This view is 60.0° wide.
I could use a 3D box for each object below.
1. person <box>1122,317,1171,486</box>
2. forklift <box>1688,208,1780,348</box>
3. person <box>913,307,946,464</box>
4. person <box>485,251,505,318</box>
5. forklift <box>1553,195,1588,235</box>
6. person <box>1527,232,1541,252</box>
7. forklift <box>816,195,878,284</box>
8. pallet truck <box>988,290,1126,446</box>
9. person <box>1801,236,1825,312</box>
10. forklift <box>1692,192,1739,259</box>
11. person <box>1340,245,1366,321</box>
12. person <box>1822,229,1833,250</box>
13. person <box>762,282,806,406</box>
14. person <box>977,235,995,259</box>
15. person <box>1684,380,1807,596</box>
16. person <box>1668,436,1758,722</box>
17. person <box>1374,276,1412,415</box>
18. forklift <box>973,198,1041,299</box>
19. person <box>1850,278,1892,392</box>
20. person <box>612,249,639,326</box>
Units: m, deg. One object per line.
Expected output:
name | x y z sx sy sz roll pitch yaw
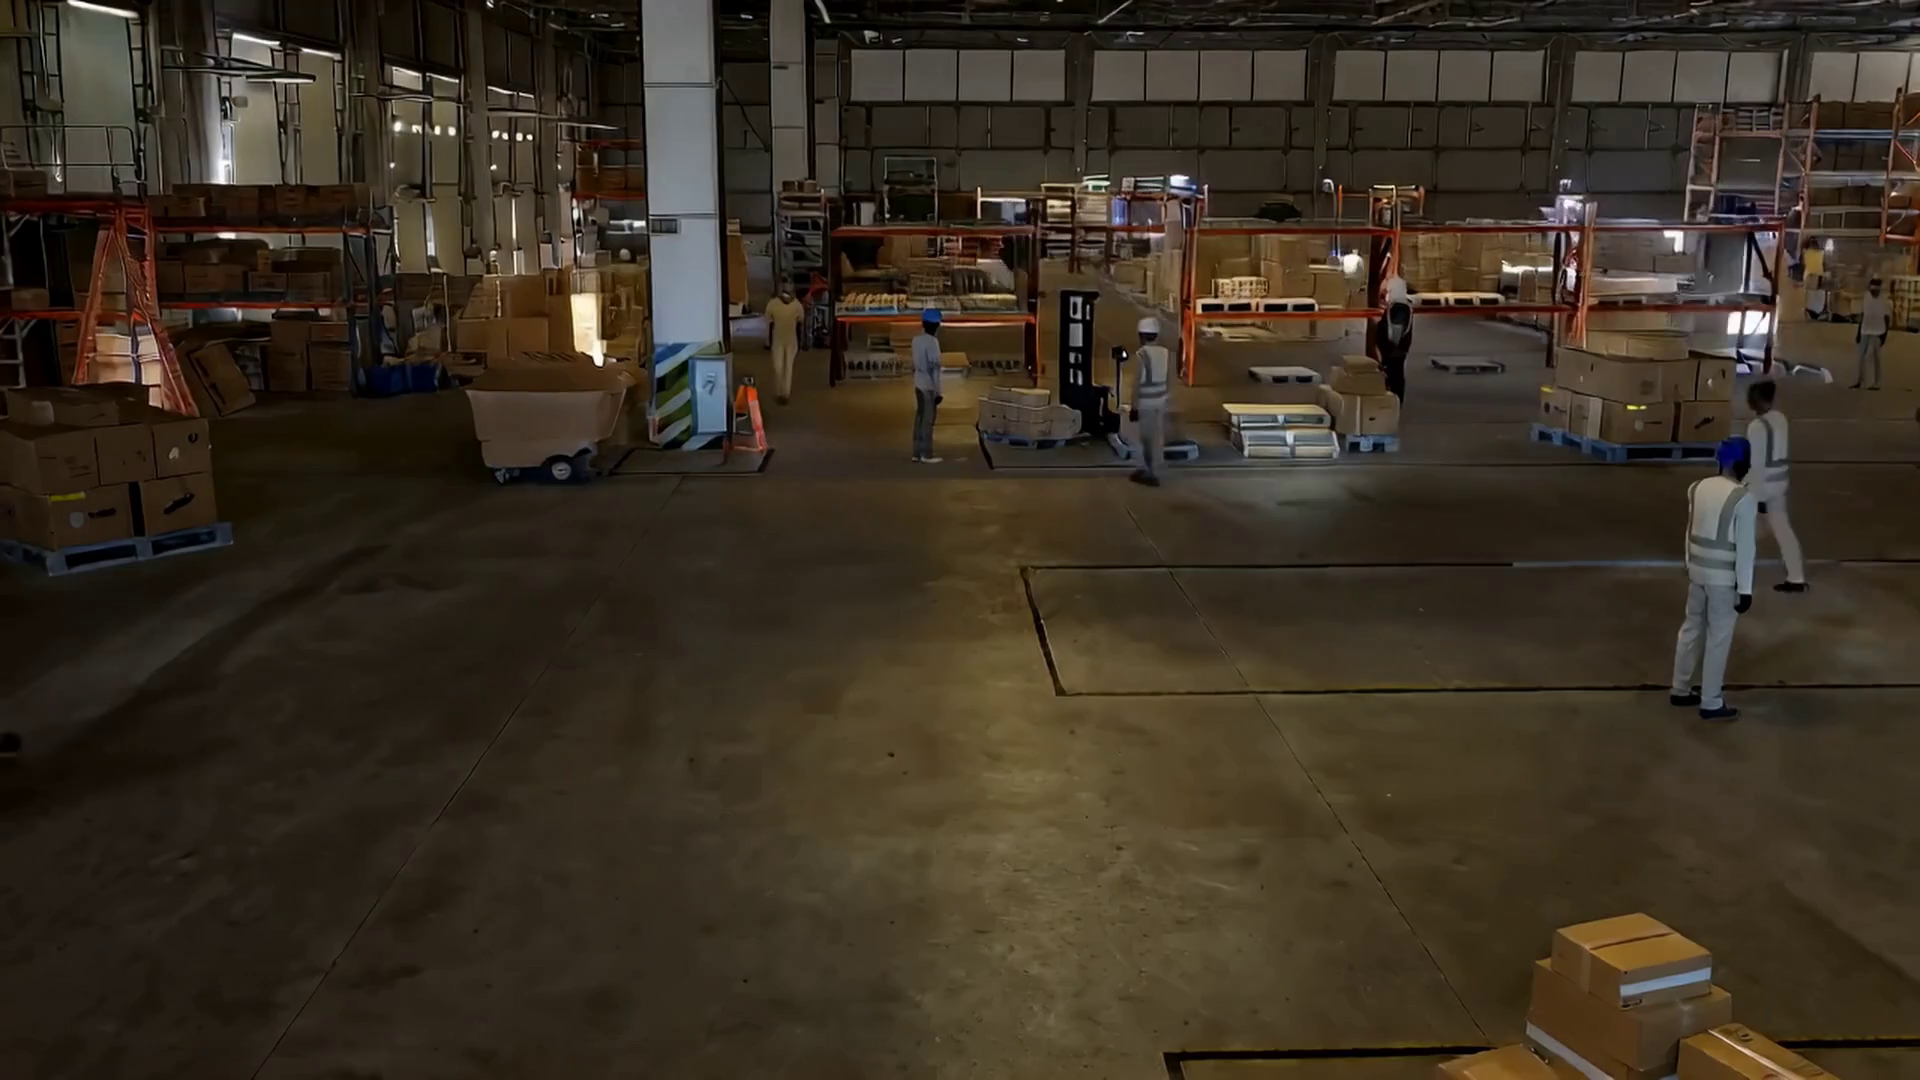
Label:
person | 2.116 -1.573 18.984 0.639 1.925 0.518 -10 16 -39
forklift | 15.602 -5.341 33.835 1.873 2.768 1.129 0 12 -2
person | -0.371 -1.896 20.477 0.395 1.922 0.588 -7 14 -27
person | -11.464 -6.267 40.871 0.522 1.633 0.315 11 17 42
forklift | 18.973 -9.341 51.896 1.129 2.768 1.873 0 12 -2
person | 18.238 -8.949 52.883 0.532 1.676 0.688 -4 13 -17
forklift | -3.662 -9.503 52.625 1.873 2.768 1.129 -5 13 -21
pallet truck | 1.257 -2.299 22.111 1.885 1.965 0.823 -9 15 -35
person | 21.862 -6.802 42.577 0.632 1.940 0.368 -6 14 -26
forklift | 27.757 -11.223 60.393 1.873 2.768 1.129 0 12 -2
person | 9.465 -6.206 40.137 0.654 1.825 0.443 6 14 27
person | 28.374 -9.315 54.473 0.317 1.695 0.540 11 17 41
person | -2.676 -2.992 25.460 0.667 1.901 0.631 -3 13 -15
person | 0.863 -9.306 54.535 0.547 1.640 0.882 6 14 24
person | 6.814 -0.455 14.193 0.567 1.827 1.033 -9 15 -35
person | 4.955 0.250 10.894 0.354 1.877 0.574 -4 13 -16
person | 6.404 -2.885 24.660 0.535 2.000 0.685 5 13 21
forklift | 1.312 -8.192 46.706 1.873 2.768 1.129 0 12 -2
person | 14.930 -3.358 27.221 0.321 1.859 0.512 -7 14 -29
person | -7.233 -5.349 36.074 0.594 1.910 0.421 -7 14 -27
